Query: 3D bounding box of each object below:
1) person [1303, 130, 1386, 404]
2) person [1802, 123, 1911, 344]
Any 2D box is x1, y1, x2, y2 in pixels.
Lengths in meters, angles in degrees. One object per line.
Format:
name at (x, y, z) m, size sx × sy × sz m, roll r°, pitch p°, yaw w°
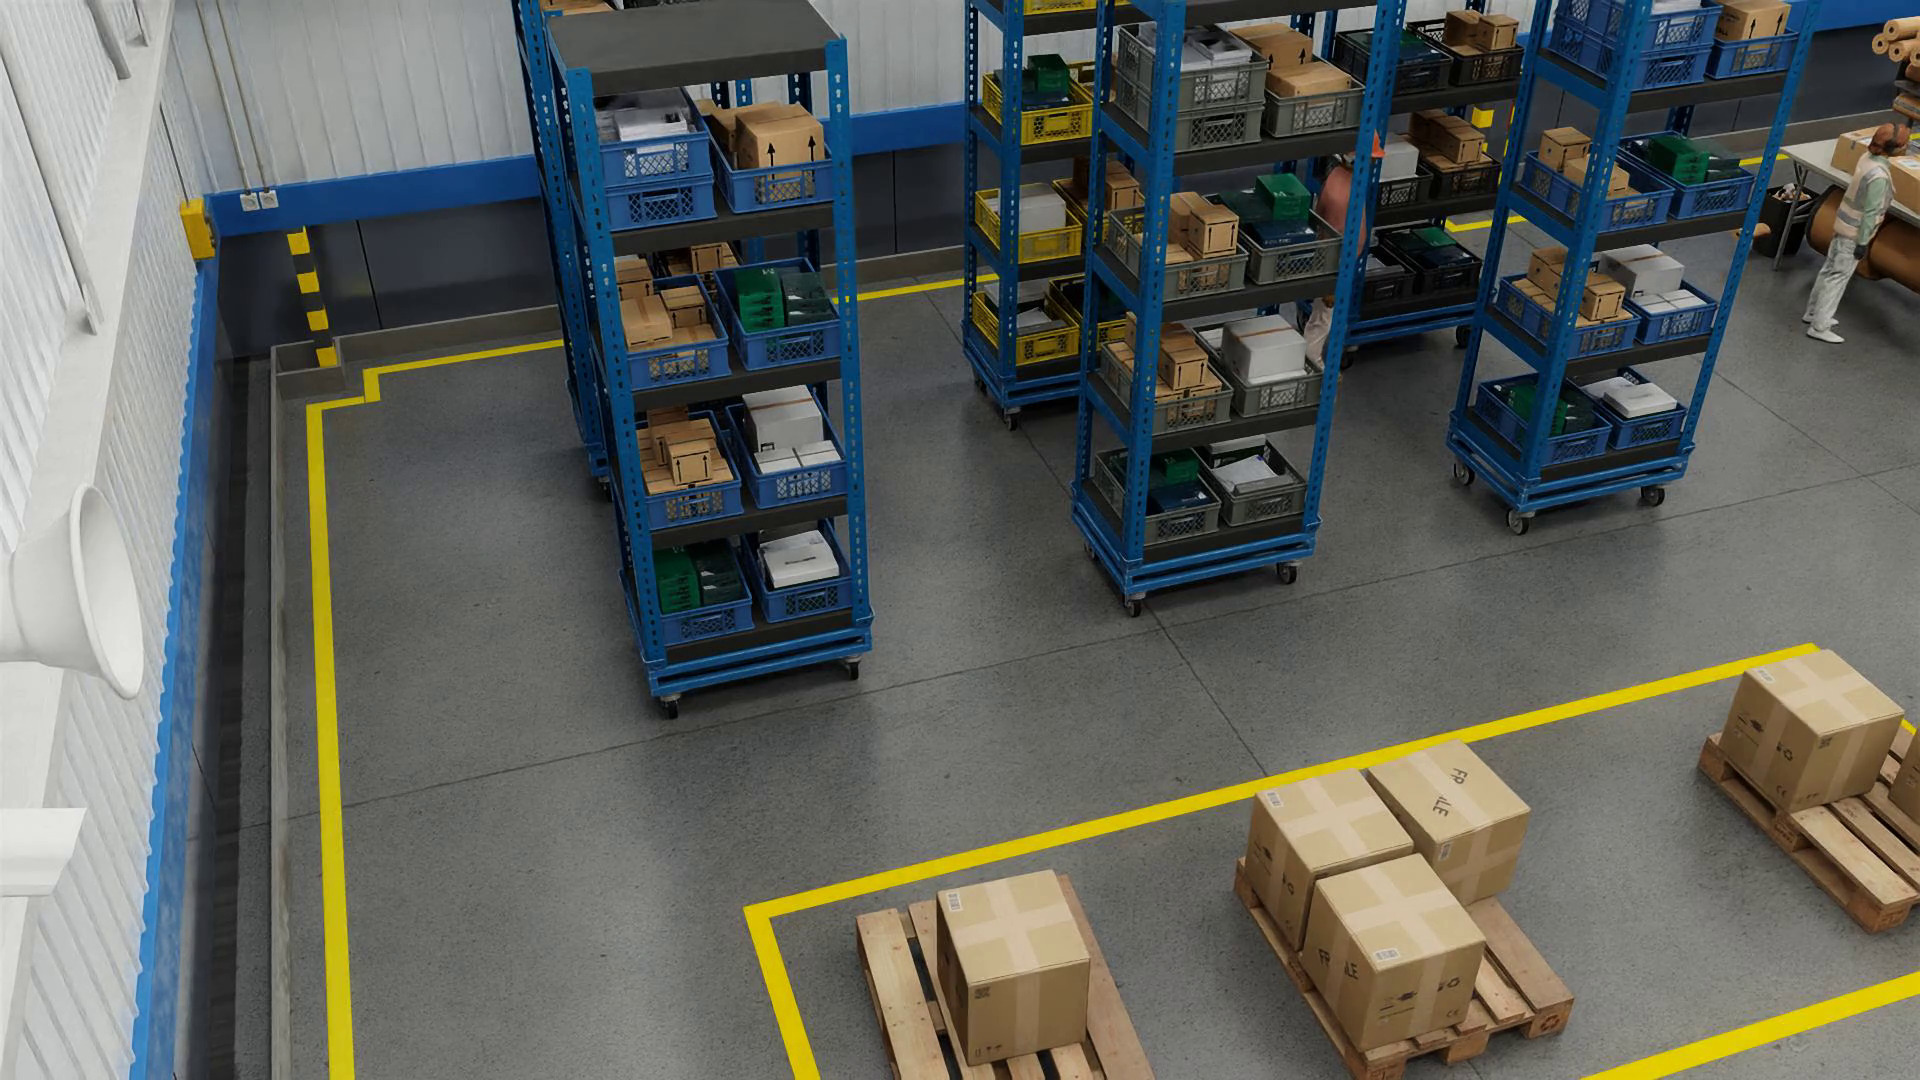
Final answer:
person at (2.533, -1.838, 11.161) m, size 0.401 × 1.986 × 0.612 m, roll 11°, pitch 37°, yaw 16°
person at (6.463, -2.222, 12.008) m, size 0.311 × 1.634 × 0.516 m, roll 8°, pitch 36°, yaw 12°
